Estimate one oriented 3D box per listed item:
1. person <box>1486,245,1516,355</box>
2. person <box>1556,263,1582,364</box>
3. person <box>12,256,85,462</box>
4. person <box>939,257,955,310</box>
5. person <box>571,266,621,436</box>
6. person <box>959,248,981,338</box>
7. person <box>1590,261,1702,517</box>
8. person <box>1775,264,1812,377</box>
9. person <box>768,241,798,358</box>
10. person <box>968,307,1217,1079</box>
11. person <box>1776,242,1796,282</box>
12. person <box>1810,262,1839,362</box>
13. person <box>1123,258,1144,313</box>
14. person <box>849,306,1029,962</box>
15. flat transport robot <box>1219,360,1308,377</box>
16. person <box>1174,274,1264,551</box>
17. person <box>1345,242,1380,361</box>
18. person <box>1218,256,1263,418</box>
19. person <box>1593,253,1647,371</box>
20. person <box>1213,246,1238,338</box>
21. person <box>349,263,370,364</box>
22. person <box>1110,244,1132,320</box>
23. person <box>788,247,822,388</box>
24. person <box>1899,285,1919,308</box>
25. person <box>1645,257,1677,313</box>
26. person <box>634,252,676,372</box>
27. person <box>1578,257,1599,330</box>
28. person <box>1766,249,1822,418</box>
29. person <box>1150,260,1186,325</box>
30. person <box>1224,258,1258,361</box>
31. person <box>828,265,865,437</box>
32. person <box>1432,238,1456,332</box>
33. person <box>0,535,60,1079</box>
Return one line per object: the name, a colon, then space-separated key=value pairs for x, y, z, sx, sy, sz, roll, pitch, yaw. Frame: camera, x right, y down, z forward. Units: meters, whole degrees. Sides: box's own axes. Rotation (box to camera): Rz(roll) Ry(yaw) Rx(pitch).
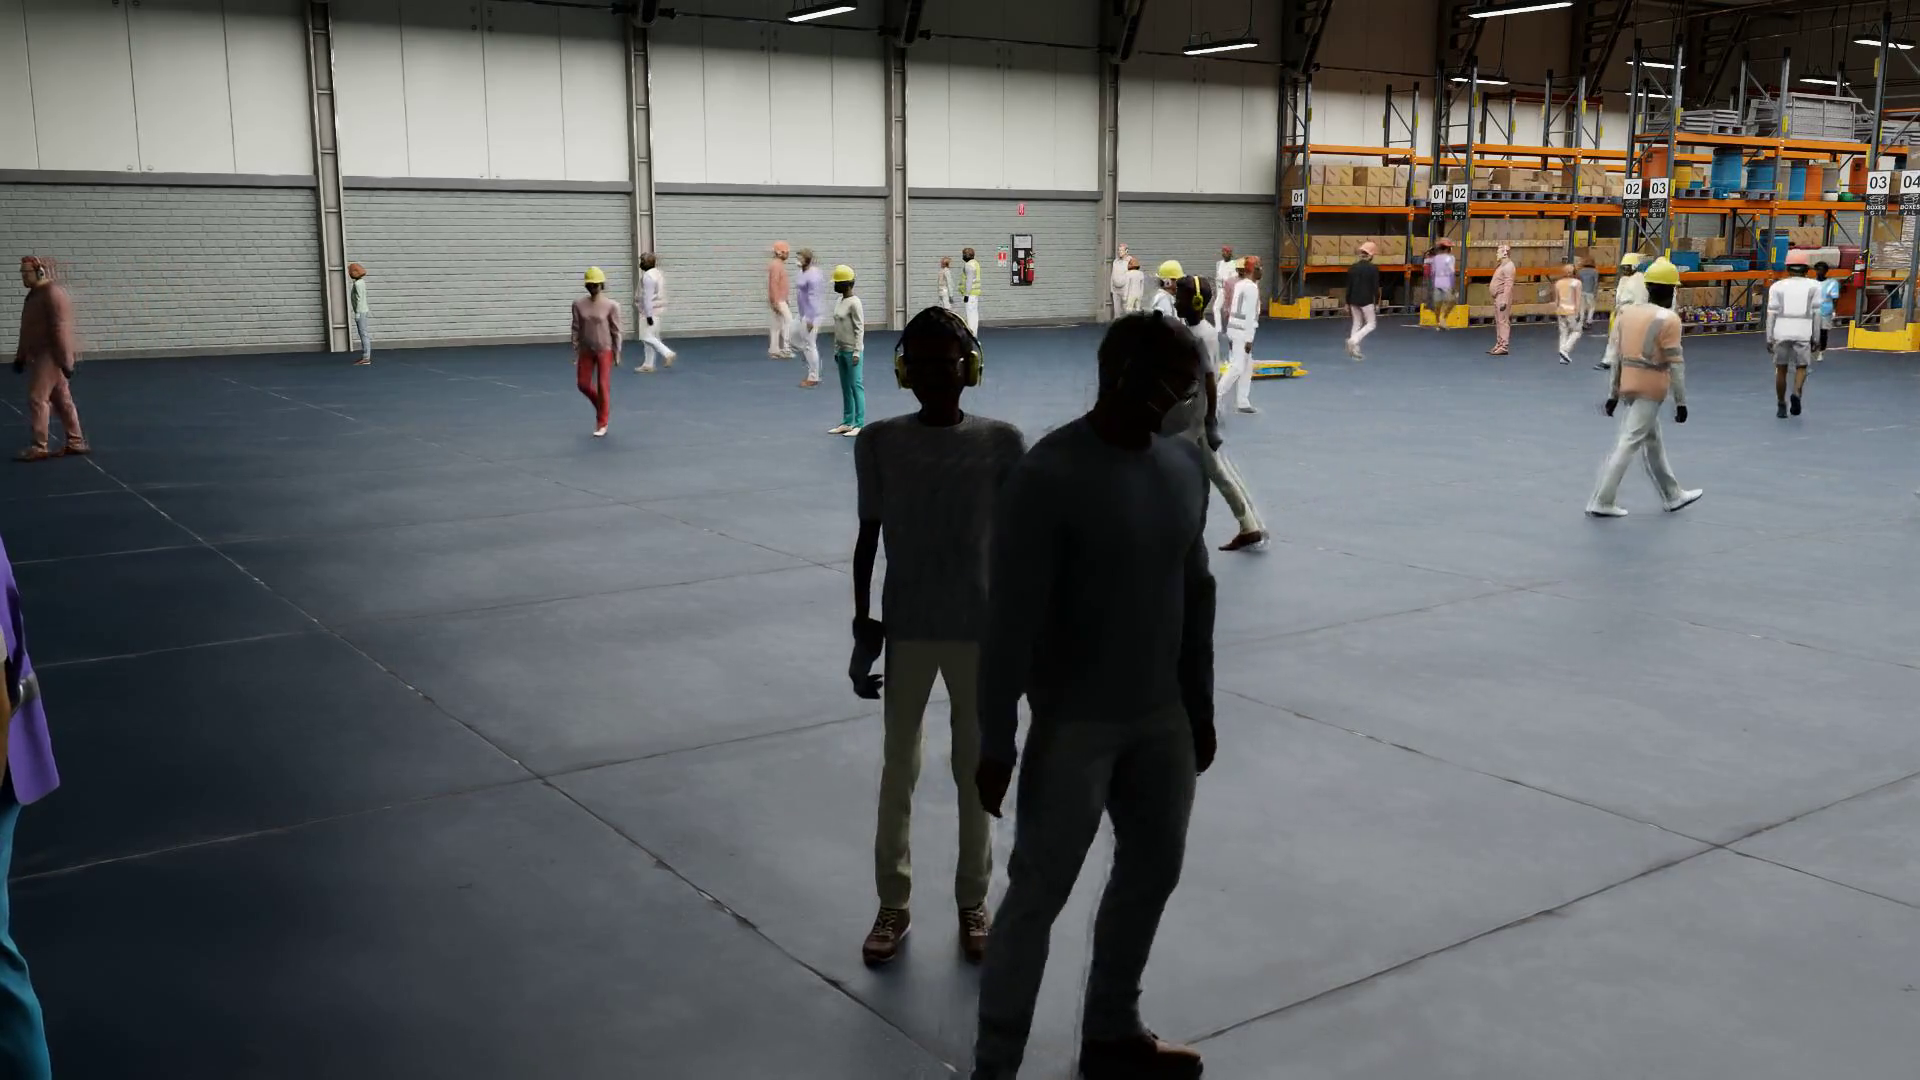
person: x=9.490 y=-4.202 z=29.166 sx=0.409 sy=1.909 sz=0.640 roll=1 pitch=10 yaw=7
person: x=9.846 y=-3.656 z=26.916 sx=0.365 sy=1.618 sz=0.532 roll=-6 pitch=12 yaw=-29
person: x=-8.559 y=-1.671 z=15.384 sx=0.799 sy=1.878 sz=0.642 roll=-9 pitch=14 yaw=-40
person: x=-0.288 y=-5.086 z=34.775 sx=0.318 sy=1.629 sz=0.564 roll=-4 pitch=11 yaw=-19
person: x=-3.767 y=-1.970 z=17.331 sx=0.545 sy=1.750 sz=0.506 roll=2 pitch=10 yaw=10
person: x=0.188 y=-4.899 z=33.180 sx=0.430 sy=1.838 sz=0.624 roll=3 pitch=11 yaw=14
person: x=5.104 y=-1.099 z=12.225 sx=1.006 sy=1.873 sz=0.610 roll=-3 pitch=11 yaw=-13
person: x=12.362 y=-3.246 z=24.587 sx=0.779 sy=1.665 sz=0.552 roll=-10 pitch=14 yaw=-42
person: x=-2.929 y=-4.043 z=28.086 sx=0.672 sy=1.975 sz=0.646 roll=0 pitch=10 yaw=0
person: x=0.255 y=0.427 z=3.819 sx=0.870 sy=1.906 sz=0.366 roll=-8 pitch=13 yaw=-39
person: x=22.062 y=-6.981 z=44.341 sx=0.994 sy=1.925 sz=0.609 roll=-7 pitch=12 yaw=-33
person: x=14.069 y=-3.722 z=27.216 sx=0.534 sy=1.656 sz=0.863 roll=7 pitch=12 yaw=33
person: x=3.558 y=-4.961 z=34.098 sx=0.514 sy=1.624 sz=0.284 roll=-8 pitch=13 yaw=-38
person: x=-0.054 y=0.278 z=4.707 sx=0.521 sy=1.870 sz=0.319 roll=0 pitch=10 yaw=1
flat transport robot: x=4.351 y=-2.507 z=24.357 sx=1.431 sy=0.197 sz=0.652 roll=-7 pitch=12 yaw=-33
person: x=1.538 y=-0.805 z=10.804 sx=0.993 sy=1.823 sz=0.518 roll=1 pitch=10 yaw=7
person: x=6.640 y=-3.941 z=27.539 sx=0.588 sy=1.969 sz=0.678 roll=-9 pitch=14 yaw=-41
person: x=3.142 y=-2.343 z=19.160 sx=0.726 sy=1.853 sz=0.602 roll=-1 pitch=10 yaw=-4
person: x=10.072 y=-3.438 z=25.253 sx=0.824 sy=1.796 sz=0.609 roll=-3 pitch=11 yaw=-16
person: x=5.362 y=-5.032 z=33.819 sx=0.677 sy=1.862 sz=0.615 roll=-10 pitch=14 yaw=-43
person: x=-9.741 y=-3.668 z=26.983 sx=0.287 sy=1.634 sz=0.497 roll=-3 pitch=11 yaw=-13
person: x=3.401 y=-5.242 z=34.865 sx=0.643 sy=1.909 sz=0.409 roll=9 pitch=14 yaw=42
person: x=-2.109 y=-3.033 z=22.713 sx=0.442 sy=1.919 sz=0.651 roll=-4 pitch=11 yaw=-23
person: x=19.209 y=-4.988 z=33.428 sx=0.625 sy=1.931 sz=0.375 roll=5 pitch=11 yaw=25
person: x=11.462 y=-3.772 z=27.271 sx=0.513 sy=1.726 sz=0.412 roll=5 pitch=11 yaw=23
person: x=-4.649 y=-3.446 z=25.248 sx=0.604 sy=1.826 sz=0.631 roll=1 pitch=10 yaw=5
person: x=13.866 y=-5.446 z=36.757 sx=0.511 sy=1.615 sz=0.442 roll=10 pitch=14 yaw=43
person: x=9.395 y=-2.315 z=18.769 sx=0.572 sy=1.921 sz=0.574 roll=5 pitch=11 yaw=25
person: x=2.055 y=-1.851 z=16.496 sx=0.404 sy=1.830 sz=0.605 roll=2 pitch=10 yaw=8
person: x=4.488 y=-3.630 z=26.550 sx=0.542 sy=1.712 sz=0.918 roll=2 pitch=11 yaw=10
person: x=-1.170 y=-1.953 z=17.227 sx=0.329 sy=1.765 sz=0.526 roll=-5 pitch=12 yaw=-27
person: x=10.482 y=-5.502 z=35.940 sx=0.448 sy=2.030 sz=0.634 roll=-6 pitch=12 yaw=-31
person: x=-2.044 y=0.538 z=3.350 sx=0.378 sy=1.841 sz=0.569 roll=-10 pitch=14 yaw=-43
